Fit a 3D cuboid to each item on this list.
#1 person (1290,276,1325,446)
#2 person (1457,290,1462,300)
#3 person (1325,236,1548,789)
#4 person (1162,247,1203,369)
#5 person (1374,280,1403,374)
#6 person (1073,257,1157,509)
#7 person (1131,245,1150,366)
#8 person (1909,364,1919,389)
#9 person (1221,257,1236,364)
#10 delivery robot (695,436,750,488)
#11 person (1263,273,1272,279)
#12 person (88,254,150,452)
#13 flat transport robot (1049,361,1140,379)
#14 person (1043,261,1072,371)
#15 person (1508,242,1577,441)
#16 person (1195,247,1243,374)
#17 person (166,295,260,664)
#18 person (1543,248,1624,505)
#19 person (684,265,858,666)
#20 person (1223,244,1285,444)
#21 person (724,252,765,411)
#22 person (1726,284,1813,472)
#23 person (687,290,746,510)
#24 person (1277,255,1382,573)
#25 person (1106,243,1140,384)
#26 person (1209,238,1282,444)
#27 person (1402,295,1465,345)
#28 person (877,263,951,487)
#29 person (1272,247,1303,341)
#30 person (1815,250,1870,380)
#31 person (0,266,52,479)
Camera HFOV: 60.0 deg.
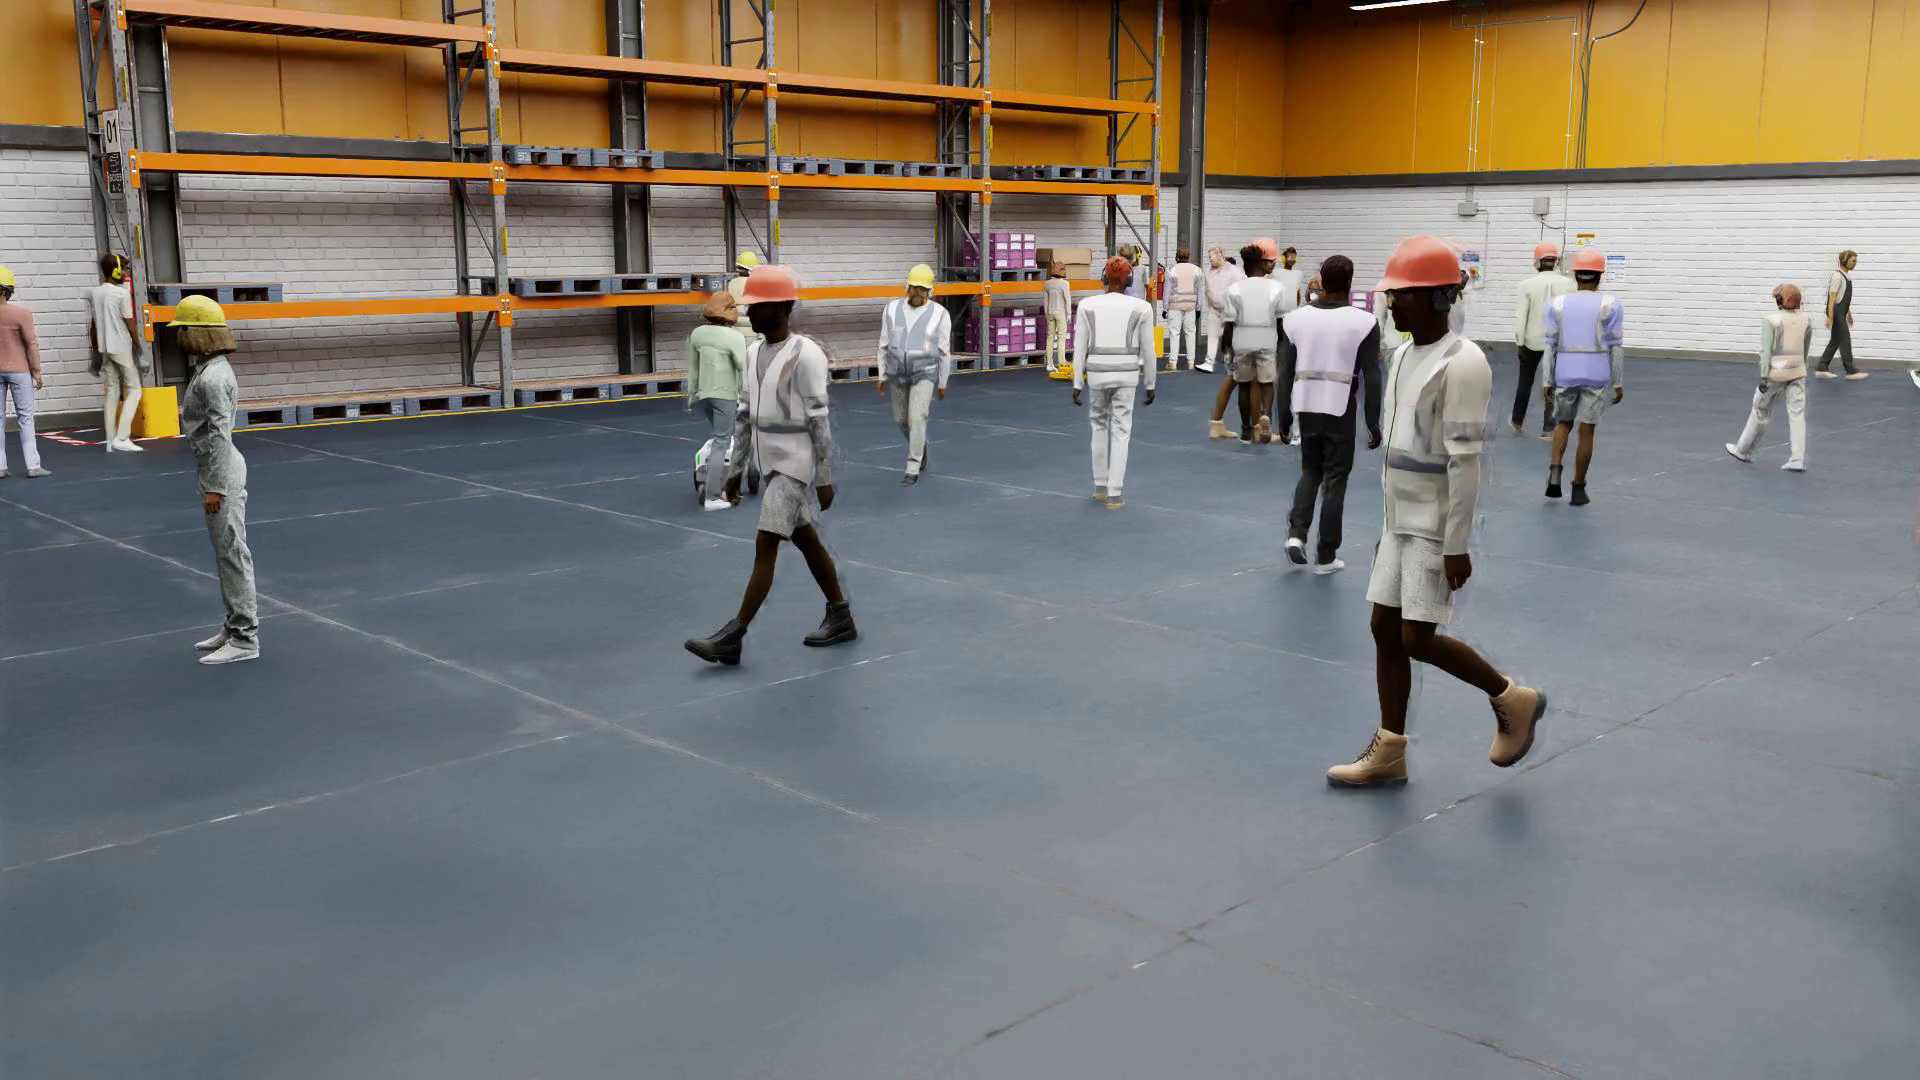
[{"bbox_3d":[3.415,-1.710,15.982,0.503,1.631,0.282,3,11,14],"label":"person"},{"bbox_3d":[5.202,-2.153,17.906,0.673,1.822,0.629,-3,11,-15],"label":"person"},{"bbox_3d":[1.747,-0.077,6.008,0.720,2.022,0.618,-2,11,-9],"label":"person"},{"bbox_3d":[3.353,-3.501,25.180,0.636,1.842,0.429,-2,11,-12],"label":"person"},{"bbox_3d":[4.233,-1.801,15.702,0.664,1.912,0.470,5,12,26],"label":"person"},{"bbox_3d":[1.175,-1.186,12.502,0.606,1.856,0.727,2,11,13],"label":"person"},{"bbox_3d":[2.722,-3.647,25.901,0.310,1.868,0.533,-10,14,-43],"label":"person"},{"bbox_3d":[12.598,-2.834,21.339,0.617,1.913,0.447,-7,13,-34],"label":"person"},{"bbox_3d":[4.226,-3.627,26.303,0.362,1.671,0.570,-5,12,-26],"label":"person"},{"bbox_3d":[-1.818,-0.627,12.761,0.477,0.478,0.707,0,10,-1],"label":"delivery robot"},{"bbox_3d":[5.228,-4.030,28.583,0.522,1.658,0.834,7,12,33],"label":"person"},{"bbox_3d":[-7.898,-1.734,15.559,0.530,1.847,0.390,4,11,22],"label":"person"},{"bbox_3d":[1.921,-2.429,23.621,0.652,0.197,1.431,7,13,34],"label":"flat transport robot"},{"bbox_3d":[1.462,-3.332,24.823,0.498,1.634,0.278,10,14,42],"label":"person"},{"bbox_3d":[5.832,-1.994,16.667,0.621,1.945,1.005,1,10,7],"label":"person"},{"bbox_3d":[3.870,-3.357,24.395,0.760,1.841,0.964,7,13,35],"label":"person"},{"bbox_3d":[-3.557,-0.286,7.919,0.297,1.744,0.487,-5,12,-26],"label":"person"},{"bbox_3d":[4.684,-1.214,12.498,0.564,1.924,0.405,7,13,35],"label":"person"},{"bbox_3d":[-0.898,-0.362,7.956,1.012,1.879,0.563,-8,13,-38],"label":"person"},{"bbox_3d":[2.828,-1.856,15.944,0.626,1.941,0.712,1,10,6],"label":"person"},{"bbox_3d":[-2.442,-2.391,19.146,0.591,1.833,0.404,8,13,38],"label":"person"},{"bbox_3d":[7.110,-1.418,14.472,0.546,1.589,0.854,-2,11,-11],"label":"person"},{"bbox_3d":[-1.723,-1.045,12.389,0.534,1.609,0.665,7,13,34],"label":"person"},{"bbox_3d":[2.203,-0.737,9.942,0.605,1.908,0.436,8,13,36],"label":"person"},{"bbox_3d":[2.119,-3.030,22.411,0.727,1.918,0.645,-7,13,-34],"label":"person"},{"bbox_3d":[2.802,-1.929,16.230,0.743,1.999,0.623,2,11,9],"label":"person"},{"bbox_3d":[3.874,-1.412,13.798,0.429,1.838,0.638,-4,11,-21],"label":"person"},{"bbox_3d":[-0.354,-1.364,13.657,0.600,1.804,0.779,3,11,17],"label":"person"},{"bbox_3d":[4.802,-3.405,24.622,0.523,1.855,0.699,-2,11,-12],"label":"person"},{"bbox_3d":[12.431,-3.147,23.355,0.627,1.828,0.547,7,13,34],"label":"person"},{"bbox_3d":[-7.915,-1.384,13.841,0.525,1.769,0.314,-1,10,-6],"label":"person"}]
